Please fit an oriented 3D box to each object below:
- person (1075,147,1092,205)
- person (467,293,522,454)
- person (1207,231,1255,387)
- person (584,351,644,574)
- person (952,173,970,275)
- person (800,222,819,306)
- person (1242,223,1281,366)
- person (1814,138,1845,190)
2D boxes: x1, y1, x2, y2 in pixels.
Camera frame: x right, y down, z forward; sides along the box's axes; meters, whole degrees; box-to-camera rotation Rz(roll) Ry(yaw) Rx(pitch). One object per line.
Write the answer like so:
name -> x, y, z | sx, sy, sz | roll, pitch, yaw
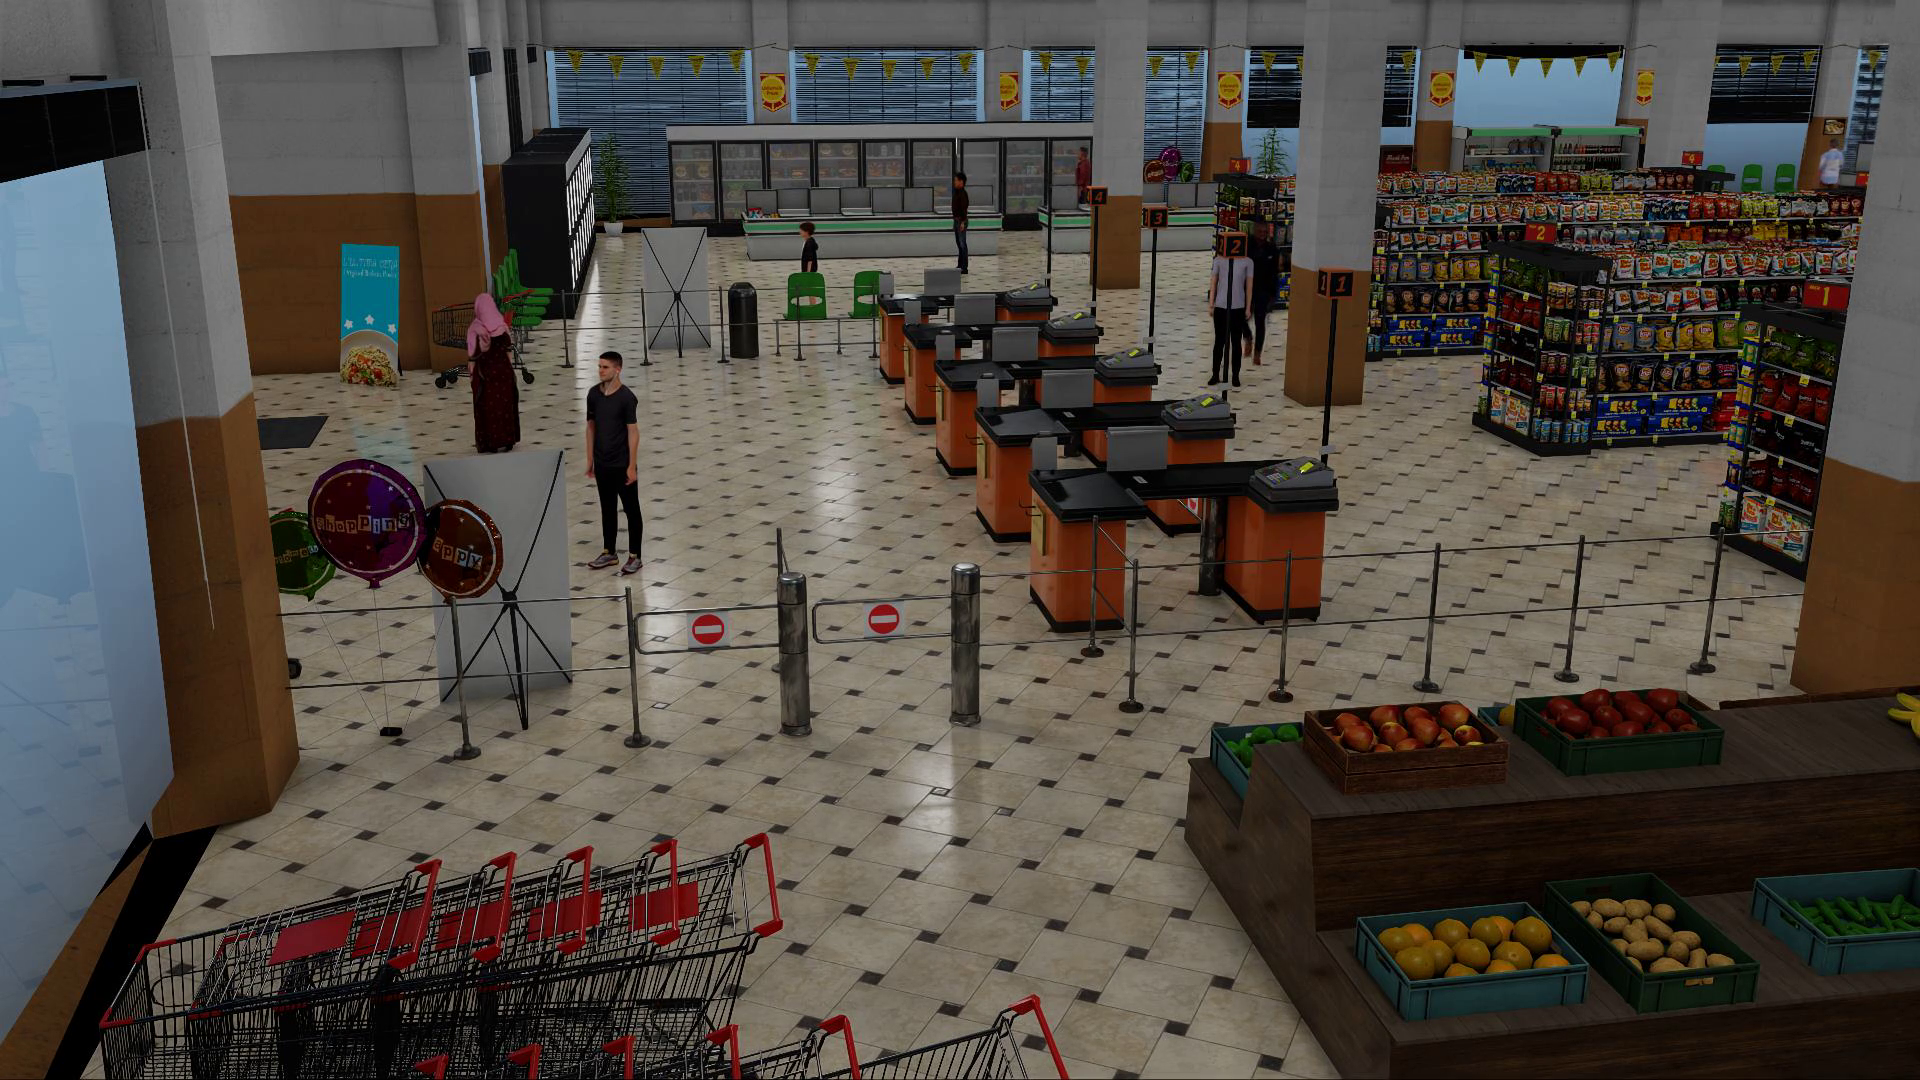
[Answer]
person -> 2.655, -7.525, 35.799 | 0.729, 1.831, 0.760 | 5, 18, 16
person -> -4.777, -1.711, 16.981 | 0.686, 1.638, 0.814 | -11, 20, -33
person -> 3.292, -2.823, 20.259 | 0.657, 1.863, 0.802 | 5, 18, 16
person -> -2.729, -0.623, 13.183 | 0.685, 1.764, 0.782 | 8, 19, 24
person -> 0.020, -5.675, 29.789 | 0.571, 1.782, 0.675 | -6, 18, -18
person -> -2.272, -4.065, 25.065 | 0.536, 1.446, 0.552 | -1, 17, -3
person -> 3.841, -3.215, 21.658 | 1.117, 1.800, 1.079 | 5, 18, 17
person -> 20.300, -8.420, 38.775 | 0.823, 1.814, 0.837 | 0, 17, 0
